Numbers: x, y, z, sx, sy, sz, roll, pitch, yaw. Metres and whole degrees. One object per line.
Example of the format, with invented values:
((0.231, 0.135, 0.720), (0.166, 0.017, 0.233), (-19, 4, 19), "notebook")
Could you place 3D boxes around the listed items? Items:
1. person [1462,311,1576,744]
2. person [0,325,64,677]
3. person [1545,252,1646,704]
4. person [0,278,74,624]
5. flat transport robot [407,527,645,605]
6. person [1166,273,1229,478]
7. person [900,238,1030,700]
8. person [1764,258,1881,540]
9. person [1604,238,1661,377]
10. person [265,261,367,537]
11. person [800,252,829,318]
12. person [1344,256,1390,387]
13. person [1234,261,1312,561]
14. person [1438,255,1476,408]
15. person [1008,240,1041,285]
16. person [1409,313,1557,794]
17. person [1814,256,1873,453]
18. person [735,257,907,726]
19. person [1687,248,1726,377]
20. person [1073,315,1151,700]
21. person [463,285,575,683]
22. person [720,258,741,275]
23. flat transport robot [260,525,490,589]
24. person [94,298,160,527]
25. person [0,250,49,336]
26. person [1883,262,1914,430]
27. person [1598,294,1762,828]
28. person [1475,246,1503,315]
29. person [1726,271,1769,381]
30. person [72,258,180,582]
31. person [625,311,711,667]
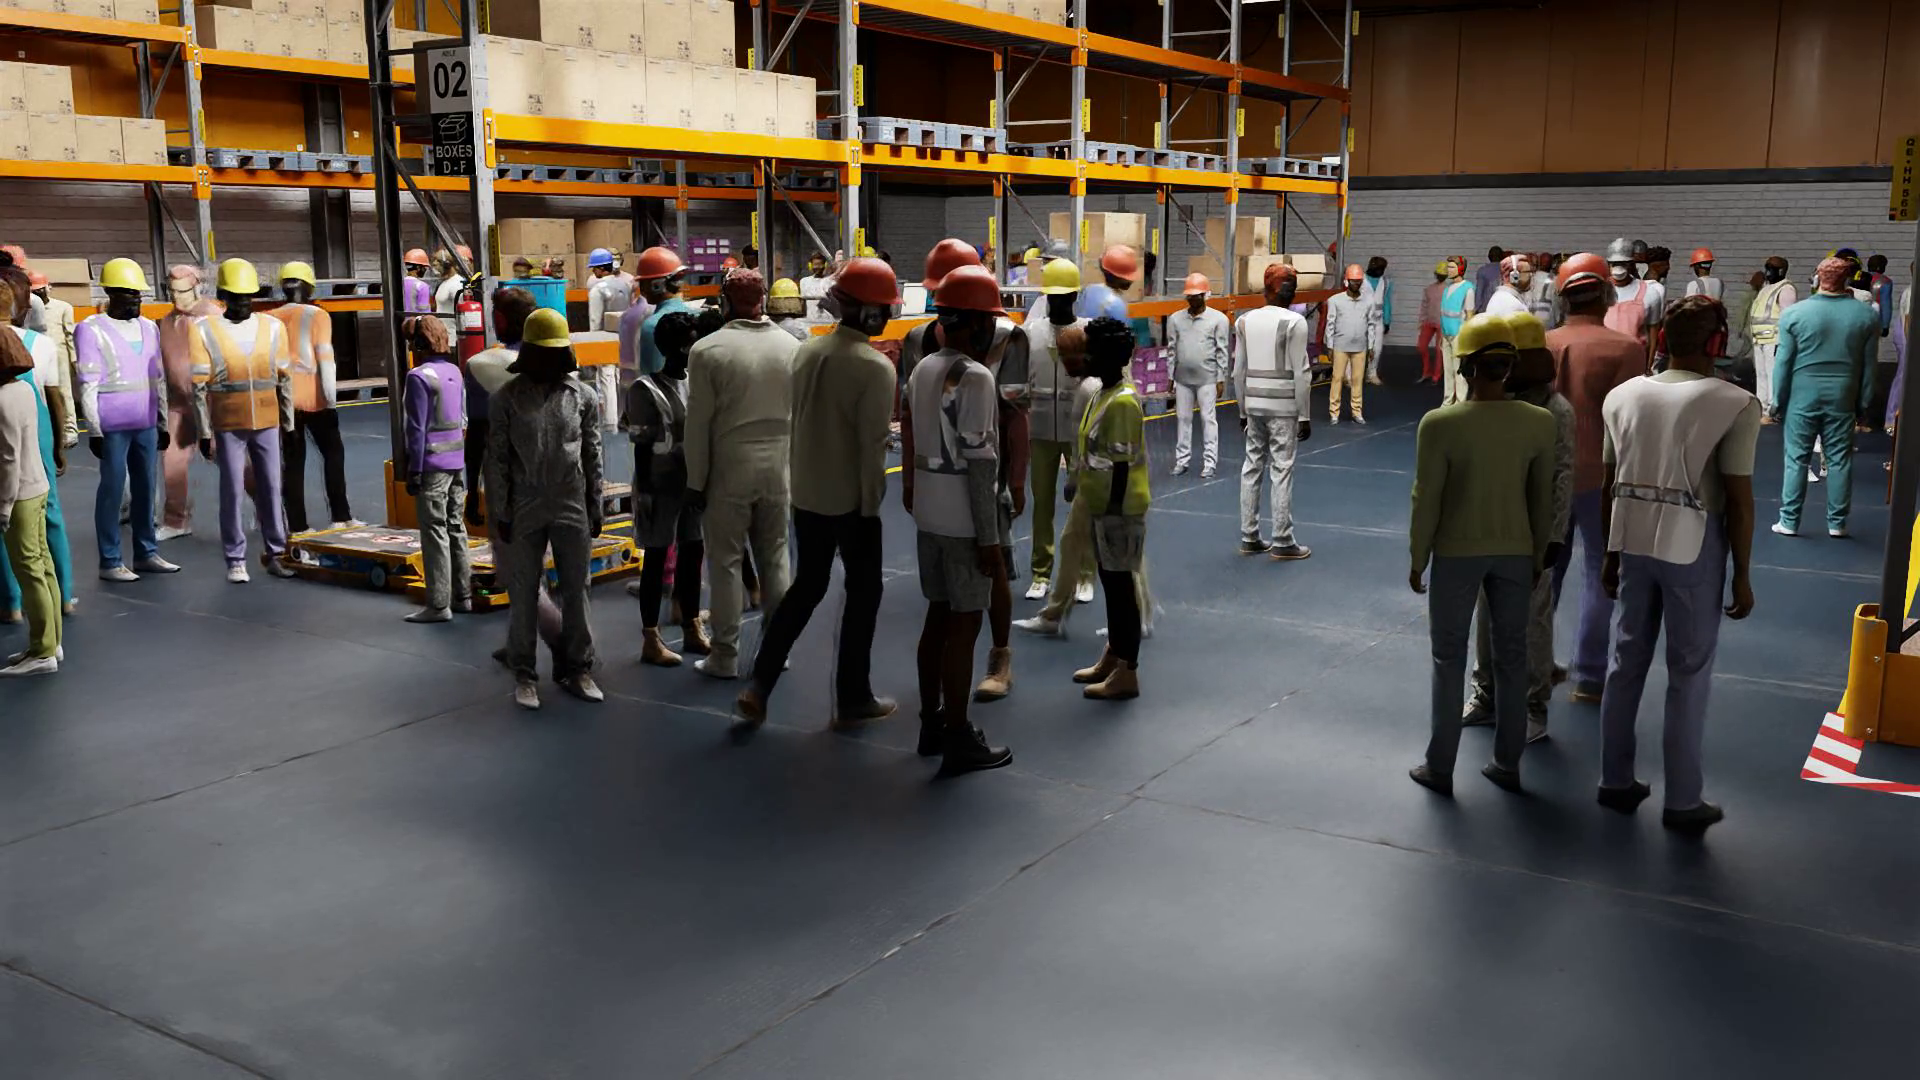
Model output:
((2.220, -0.047, 6.719), (0.317, 1.741, 0.493), (-6, 12, -31), "person")
((-4.408, -0.181, 7.761), (0.278, 1.634, 0.499), (-3, 11, -17), "person")
((2.753, -0.273, 7.358), (0.413, 1.971, 0.658), (-6, 12, -32), "person")
((-5.005, -0.470, 8.807), (0.349, 1.838, 0.510), (9, 14, 41), "person")
((-2.471, 0.136, 9.781), (0.652, 0.197, 1.431), (6, 12, 30), "flat transport robot")
((2.013, -1.403, 14.226), (0.566, 1.744, 0.350), (6, 12, 32), "person")
((0.005, -0.305, 7.362), (0.613, 2.031, 0.403), (4, 11, 23), "person")
((5.840, -0.942, 11.315), (0.687, 1.912, 0.484), (2, 10, 12), "person")
((5.397, -1.462, 13.732), (0.675, 2.000, 0.537), (4, 11, 19), "person")
((-4.413, -0.934, 11.288), (0.646, 1.875, 0.720), (3, 11, 15), "person")
((-1.797, -2.735, 21.271), (0.538, 1.866, 0.312), (-1, 10, -3), "person")
((5.637, -3.033, 23.108), (0.688, 1.813, 0.451), (-3, 11, -14), "person")
((1.992, -0.812, 10.559), (0.355, 1.887, 0.573), (-8, 13, -39), "person")
((5.660, -2.309, 18.961), (0.389, 1.847, 0.563), (-2, 11, -13), "person")
((0.854, -2.697, 20.572), (0.684, 2.000, 0.572), (8, 13, 36), "person")
((1.897, 0.057, 6.097), (0.525, 1.761, 0.340), (-1, 10, -4), "person")
((8.379, -1.756, 15.831), (0.515, 1.873, 0.329), (6, 12, 32), "person")
((-0.555, -0.169, 6.815), (0.737, 1.961, 0.635), (-10, 14, -44), "person")
((8.394, -2.336, 18.890), (0.545, 1.927, 0.385), (-5, 11, -27), "person")
((0.676, -0.144, 7.396), (0.319, 1.694, 0.535), (-1, 10, -5), "person")
((-1.988, -0.259, 7.678), (0.776, 1.825, 0.573), (8, 13, 38), "person")
((-3.470, -3.419, 25.365), (0.327, 1.752, 0.562), (-1, 10, -6), "person")
((-3.495, 0.084, 10.071), (1.431, 0.197, 0.652), (6, 12, 30), "flat transport robot")
((-5.844, -0.888, 11.712), (0.402, 1.627, 0.565), (9, 14, 42), "person")
((-7.863, -1.424, 13.771), (0.611, 1.958, 0.368), (-2, 10, -9), "person")
((10.106, -2.067, 17.668), (0.337, 1.838, 0.511), (7, 13, 35), "person")
((2.458, 0.076, 5.777), (0.389, 1.837, 0.563), (-7, 12, -32), "person")
((8.467, -3.690, 26.378), (0.627, 1.933, 0.367), (-1, 10, -4), "person")
((11.325, -3.026, 23.657), (0.504, 1.581, 0.880), (-6, 12, -31), "person")
((-4.947, -0.709, 9.913), (0.391, 1.918, 0.591), (4, 11, 21), "person")
((-1.361, -0.247, 7.968), (0.320, 1.694, 0.532), (8, 13, 37), "person")
